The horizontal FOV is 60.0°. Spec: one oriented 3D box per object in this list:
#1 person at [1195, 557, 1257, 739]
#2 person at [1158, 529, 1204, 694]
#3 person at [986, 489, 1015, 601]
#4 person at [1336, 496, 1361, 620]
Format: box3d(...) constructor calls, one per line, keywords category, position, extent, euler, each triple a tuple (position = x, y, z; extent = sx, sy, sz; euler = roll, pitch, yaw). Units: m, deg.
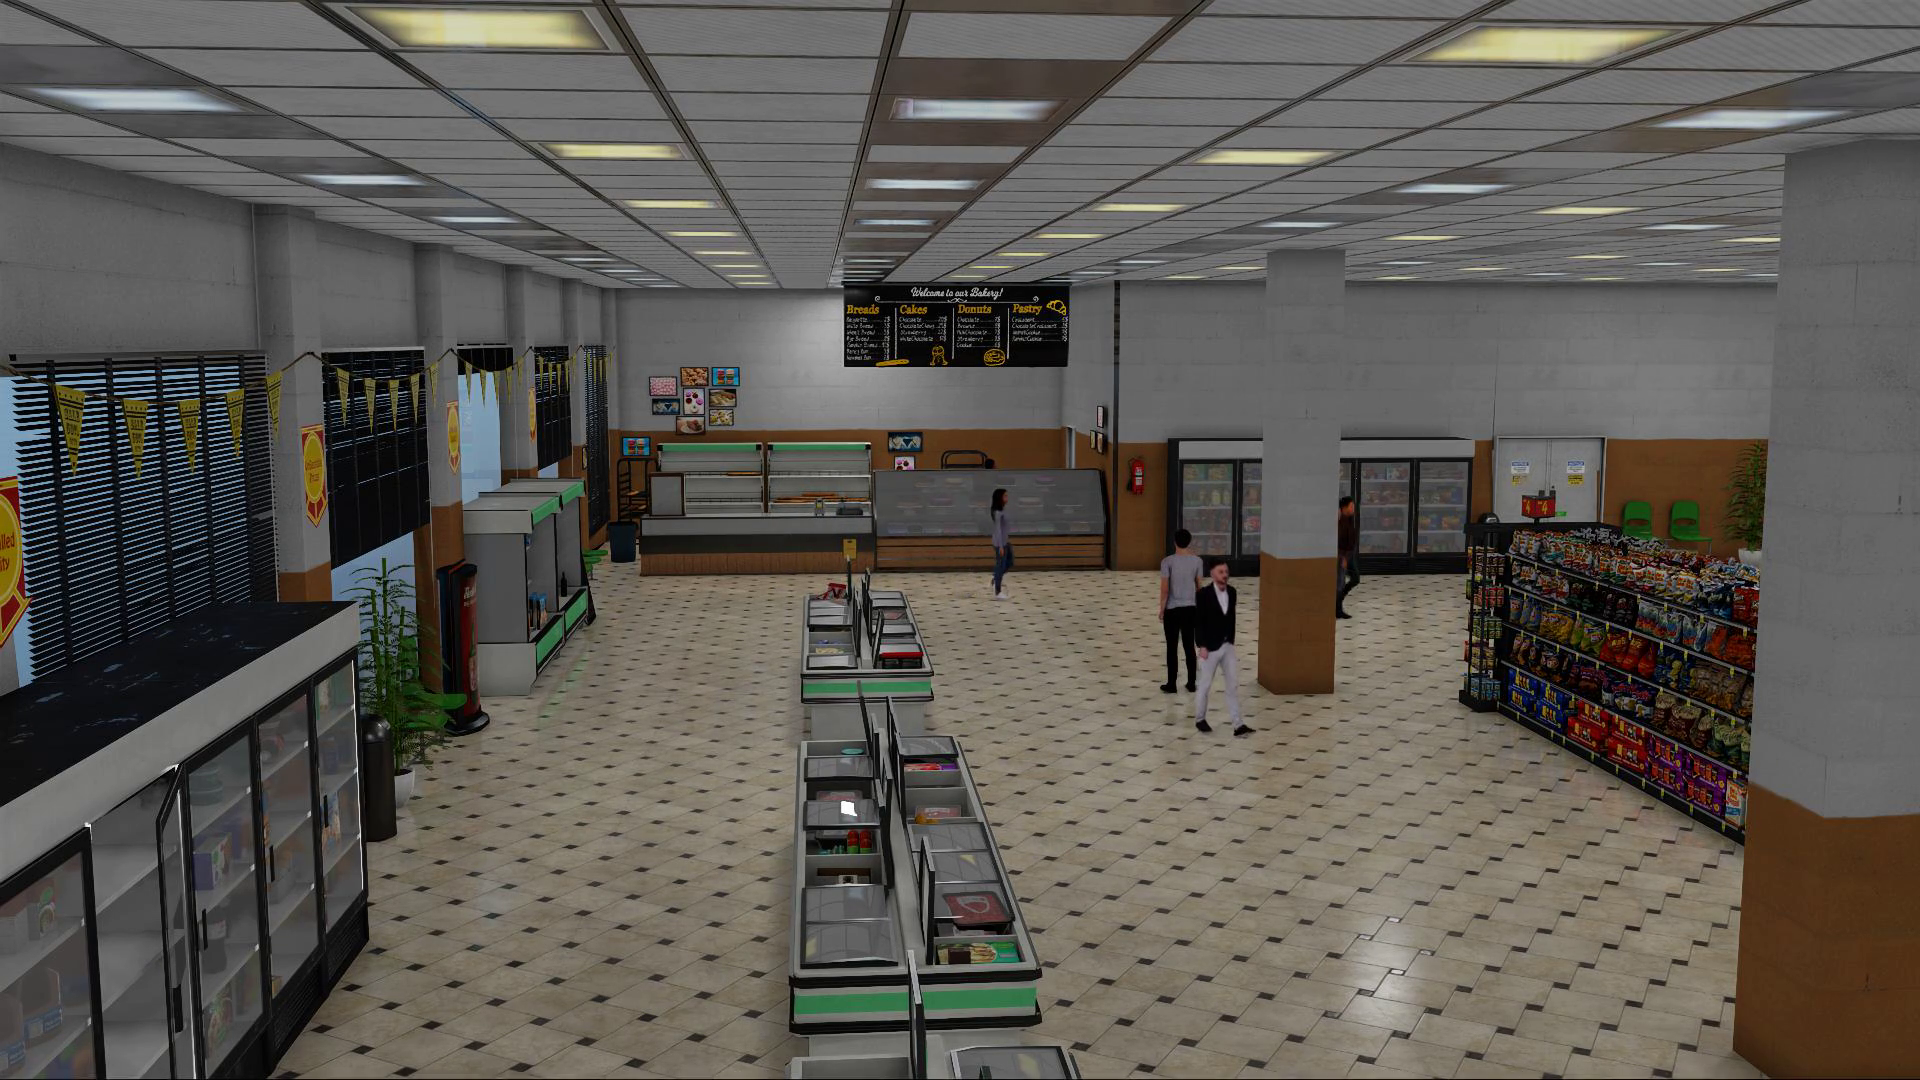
box3d(category="person", position=(2.542, 1.083, 16.856), extent=(0.930, 1.806, 1.184), euler=(-3, 8, -25))
box3d(category="person", position=(2.509, 0.802, 18.942), extent=(0.701, 1.863, 0.585), euler=(-2, 7, -13))
box3d(category="person", position=(0.539, 0.074, 25.548), extent=(0.778, 1.723, 0.690), euler=(2, 7, 13))
box3d(category="person", position=(5.425, 0.254, 23.866), extent=(0.855, 1.769, 0.789), euler=(5, 9, 36))
